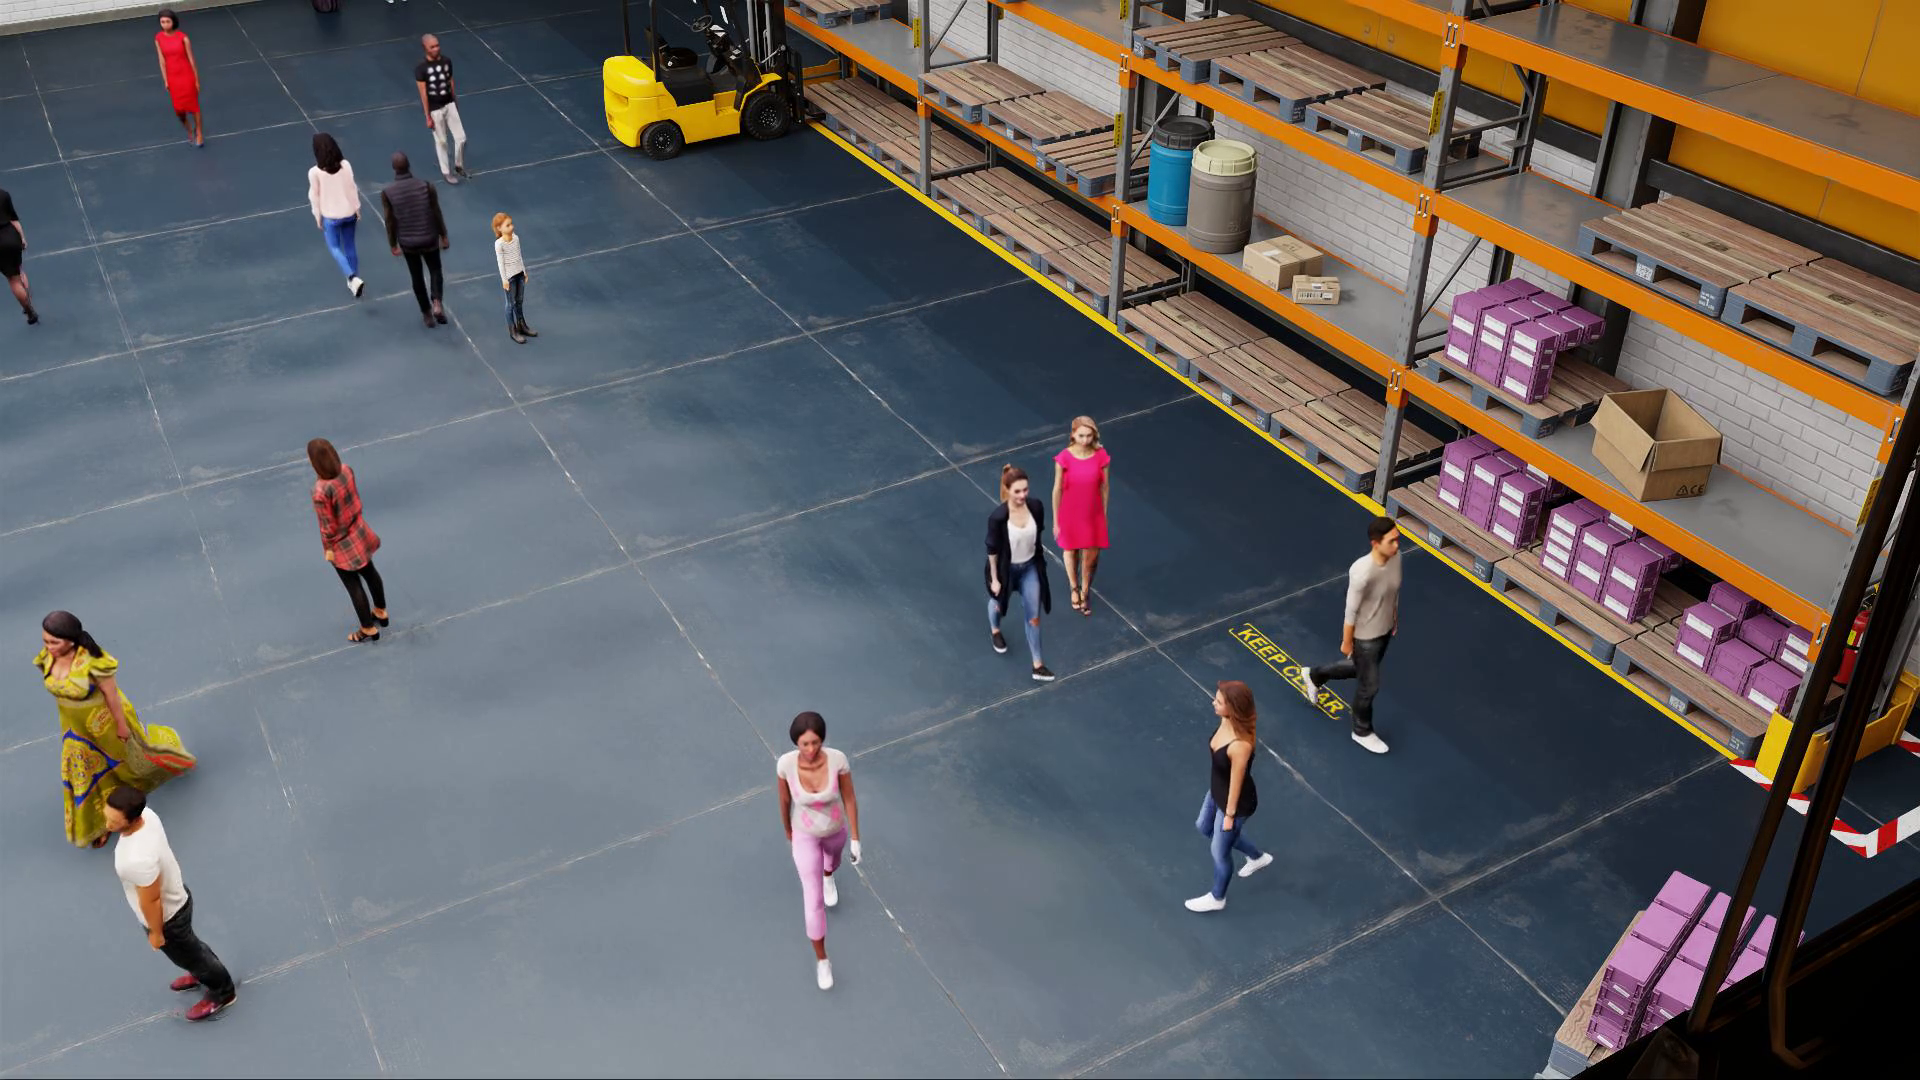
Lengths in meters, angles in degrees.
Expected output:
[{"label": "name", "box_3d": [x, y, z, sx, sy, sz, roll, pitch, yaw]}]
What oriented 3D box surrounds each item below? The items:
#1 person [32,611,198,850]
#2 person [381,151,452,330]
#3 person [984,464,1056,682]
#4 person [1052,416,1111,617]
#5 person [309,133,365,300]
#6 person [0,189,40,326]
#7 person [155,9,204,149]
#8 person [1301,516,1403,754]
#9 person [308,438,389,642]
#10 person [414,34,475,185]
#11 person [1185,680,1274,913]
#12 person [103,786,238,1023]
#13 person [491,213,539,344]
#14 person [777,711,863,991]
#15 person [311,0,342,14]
[{"label": "person", "box_3d": [-5.429, 1.101, 10.562, 1.239, 1.626, 1.396, 3, 34, 5]}, {"label": "person", "box_3d": [-5.334, -2.915, 16.426, 0.818, 1.822, 0.888, -12, 36, -18]}, {"label": "person", "box_3d": [0.342, 0.170, 11.948, 0.726, 1.641, 1.087, -14, 36, -19]}, {"label": "person", "box_3d": [0.895, -0.233, 12.487, 0.710, 1.716, 0.750, -1, 34, -2]}, {"label": "person", "box_3d": [-6.329, -3.279, 17.036, 0.698, 1.753, 0.940, -21, 39, -29]}, {"label": "person", "box_3d": [-9.447, -2.897, 16.515, 0.730, 1.694, 0.697, 23, 40, 30]}, {"label": "person", "box_3d": [-9.718, -5.784, 20.825, 0.692, 1.731, 0.715, -6, 34, -9]}, {"label": "person", "box_3d": [2.680, 0.568, 11.213, 1.091, 1.792, 0.836, 28, 43, 35]}, {"label": "person", "box_3d": [-4.483, -0.008, 12.163, 0.758, 1.699, 0.693, 7, 34, 11]}, {"label": "person", "box_3d": [-6.227, -5.132, 19.789, 0.716, 1.791, 0.718, -26, 42, -34]}, {"label": "person", "box_3d": [1.677, 1.524, 9.849, 0.824, 1.709, 0.831, -3, 34, -4]}, {"label": "person", "box_3d": [-4.331, 1.970, 9.117, 0.760, 1.778, 0.500, -8, 35, -12]}, {"label": "person", "box_3d": [-4.423, -2.602, 16.412, 0.621, 1.315, 0.568, 16, 37, 23]}, {"label": "person", "box_3d": [-0.814, 1.650, 9.676, 0.875, 1.693, 1.252, -5, 34, -8]}, {"label": "person", "box_3d": [-10.038, -9.066, 25.867, 0.654, 1.615, 0.756, 21, 39, 28]}]
